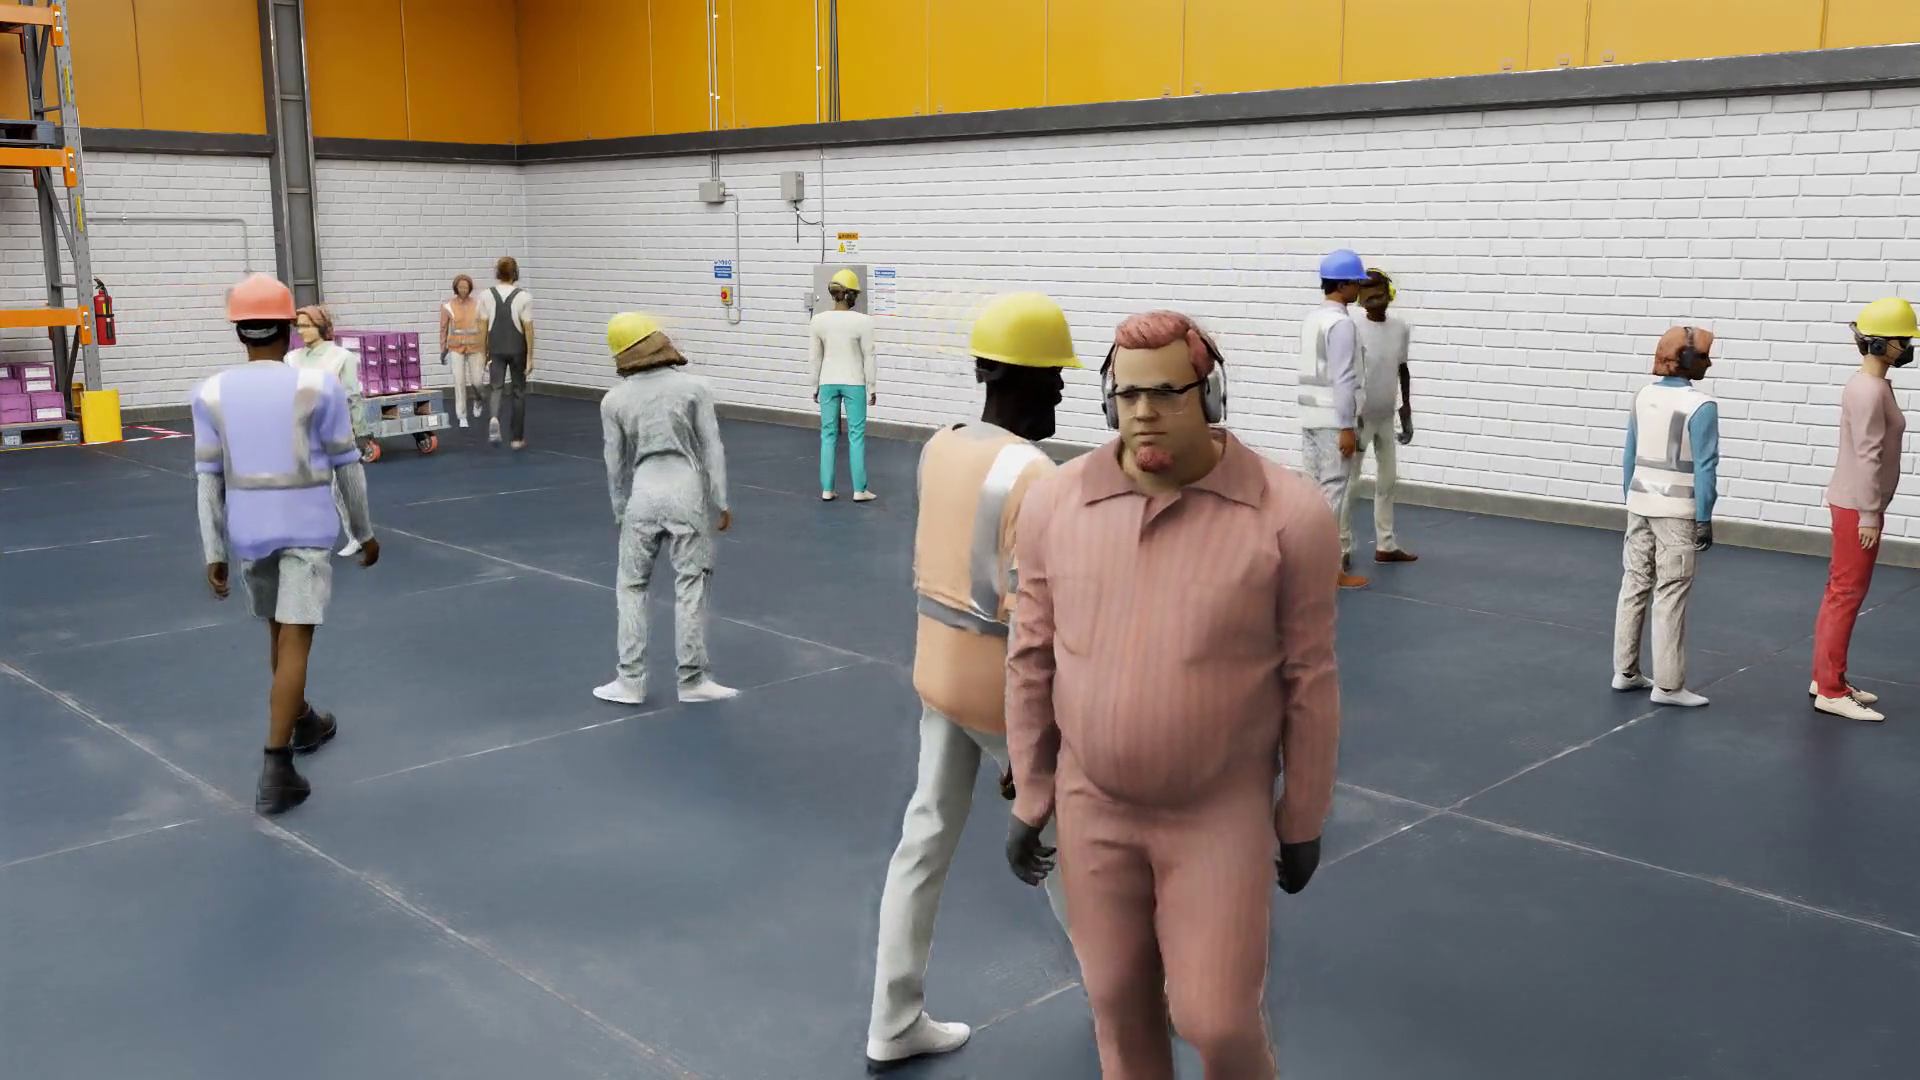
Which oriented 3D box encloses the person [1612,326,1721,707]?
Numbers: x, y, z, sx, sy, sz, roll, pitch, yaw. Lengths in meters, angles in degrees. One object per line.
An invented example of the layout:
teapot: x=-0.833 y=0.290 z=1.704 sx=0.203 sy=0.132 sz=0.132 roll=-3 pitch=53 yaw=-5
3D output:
person: x=3.063 y=-0.102 z=7.206 sx=0.314 sy=1.636 sz=0.517 roll=-3 pitch=11 yaw=-16

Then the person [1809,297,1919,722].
person: x=3.827 y=-0.132 z=7.016 sx=0.313 sy=1.767 sz=0.533 roll=5 pitch=11 yaw=24

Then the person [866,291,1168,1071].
person: x=0.155 y=0.342 z=4.099 sx=0.954 sy=1.878 sz=0.612 roll=-6 pitch=12 yaw=-32

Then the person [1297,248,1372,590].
person: x=2.144 y=-0.690 z=9.570 sx=0.401 sy=1.948 sz=0.610 roll=-2 pitch=11 yaw=-8

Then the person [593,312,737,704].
person: x=-1.274 y=-0.124 z=7.170 sx=0.621 sy=1.701 sz=0.341 roll=1 pitch=10 yaw=6

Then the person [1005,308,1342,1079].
person: x=0.388 y=0.504 z=3.214 sx=0.637 sy=1.891 sz=0.438 roll=5 pitch=11 yaw=24

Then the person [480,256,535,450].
person: x=-4.235 y=-1.726 z=15.539 sx=0.535 sy=1.828 sz=0.634 roll=-1 pitch=10 yaw=-4

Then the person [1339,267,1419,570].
person: x=2.580 y=-0.721 z=10.075 sx=0.703 sy=1.839 sz=0.359 roll=-4 pitch=11 yaw=-19

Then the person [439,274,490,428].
person: x=-5.251 y=-2.015 z=17.671 sx=0.542 sy=1.619 sz=0.492 roll=-3 pitch=11 yaw=-17

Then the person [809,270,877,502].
person: x=-0.881 y=-1.164 z=12.665 sx=0.529 sy=1.759 sz=0.335 roll=3 pitch=11 yaw=16

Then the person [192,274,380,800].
person: x=-2.500 y=-0.024 z=6.127 sx=0.559 sy=1.891 sz=1.006 roll=0 pitch=10 yaw=0

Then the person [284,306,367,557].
person: x=-3.958 y=-0.635 z=10.222 sx=0.534 sy=1.583 sz=0.878 roll=4 pitch=11 yaw=19
